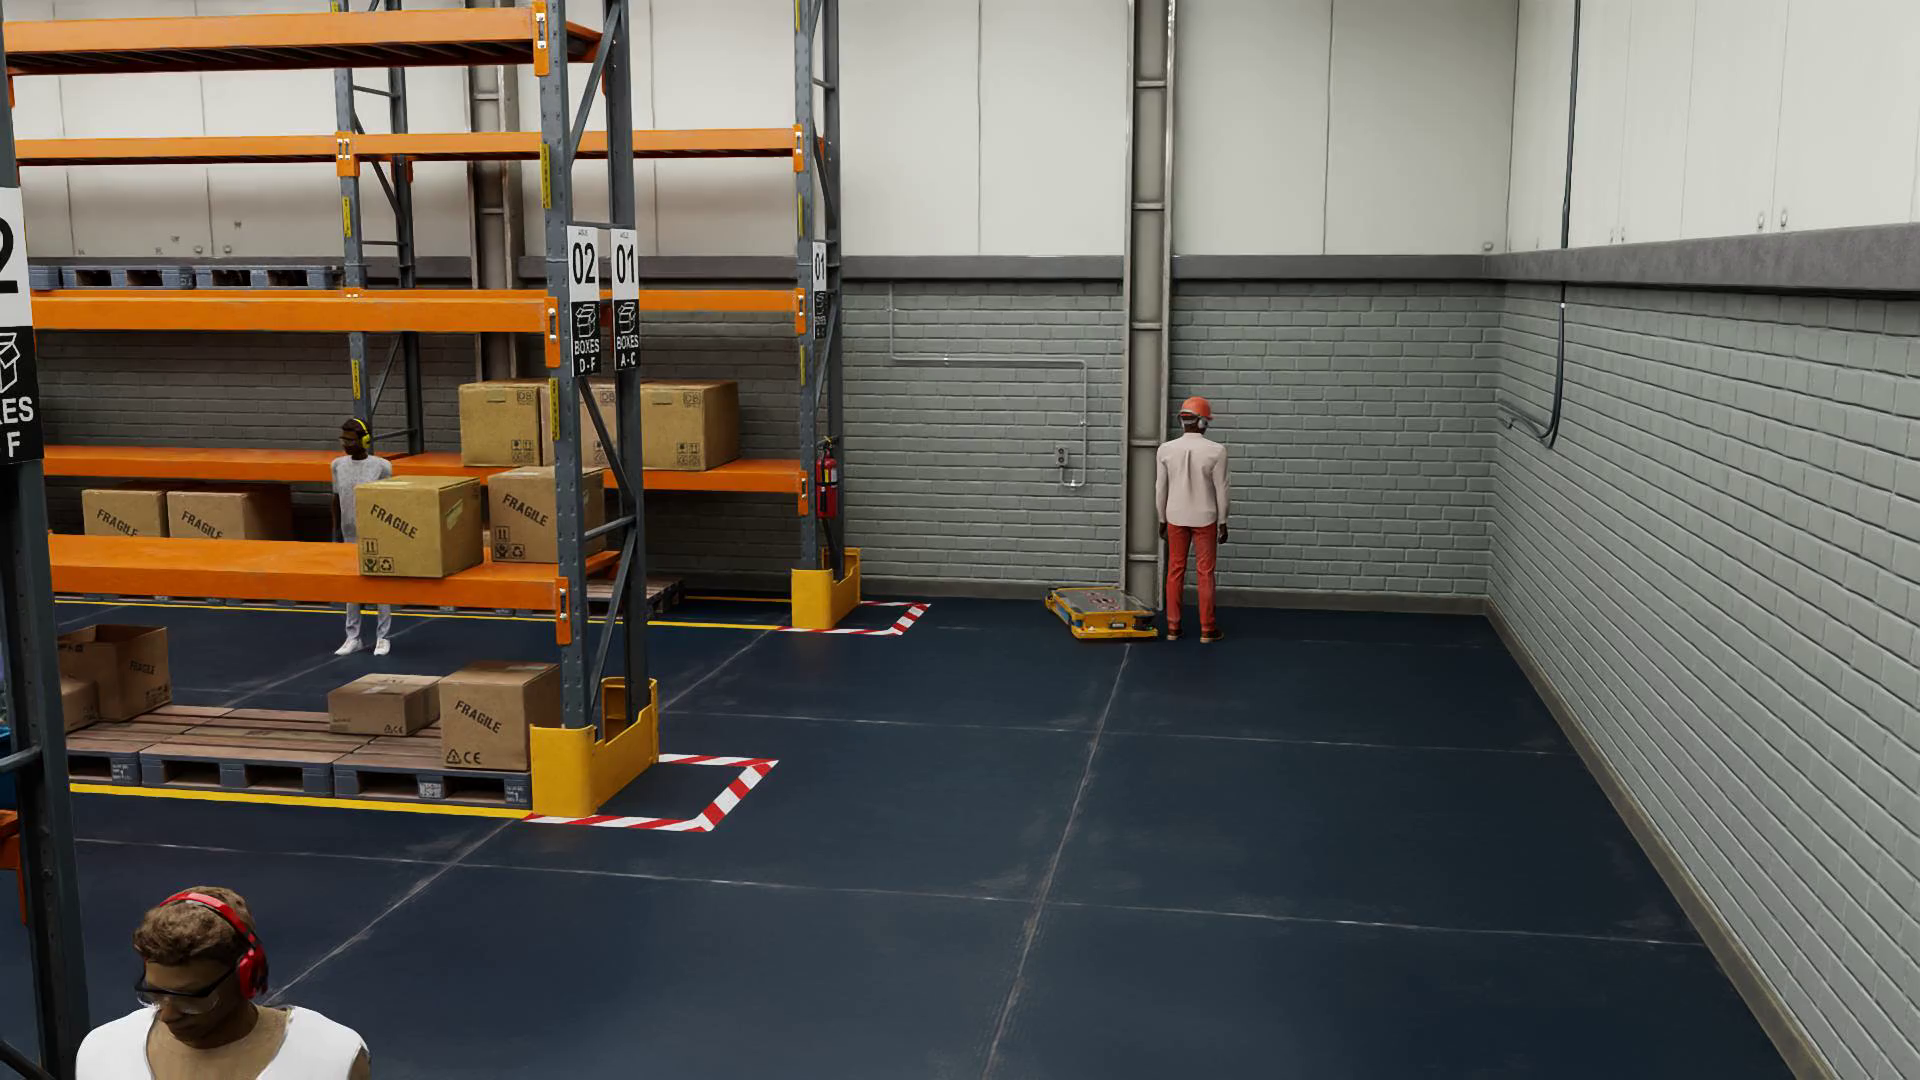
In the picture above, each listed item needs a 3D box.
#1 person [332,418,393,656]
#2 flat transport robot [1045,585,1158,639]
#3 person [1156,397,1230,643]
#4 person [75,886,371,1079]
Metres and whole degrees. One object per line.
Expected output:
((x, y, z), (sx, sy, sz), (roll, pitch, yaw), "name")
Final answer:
((-4.650, -0.019, 12.956), (0.520, 1.865, 0.332), (1, 9, 4), "person")
((1.177, 0.593, 14.080), (0.652, 0.197, 1.431), (-1, 9, -8), "flat transport robot")
((1.888, -0.162, 13.459), (0.609, 1.986, 0.391), (4, 10, 24), "person")
((-1.431, 1.550, 3.295), (0.563, 1.837, 0.389), (0, 9, -3), "person")
